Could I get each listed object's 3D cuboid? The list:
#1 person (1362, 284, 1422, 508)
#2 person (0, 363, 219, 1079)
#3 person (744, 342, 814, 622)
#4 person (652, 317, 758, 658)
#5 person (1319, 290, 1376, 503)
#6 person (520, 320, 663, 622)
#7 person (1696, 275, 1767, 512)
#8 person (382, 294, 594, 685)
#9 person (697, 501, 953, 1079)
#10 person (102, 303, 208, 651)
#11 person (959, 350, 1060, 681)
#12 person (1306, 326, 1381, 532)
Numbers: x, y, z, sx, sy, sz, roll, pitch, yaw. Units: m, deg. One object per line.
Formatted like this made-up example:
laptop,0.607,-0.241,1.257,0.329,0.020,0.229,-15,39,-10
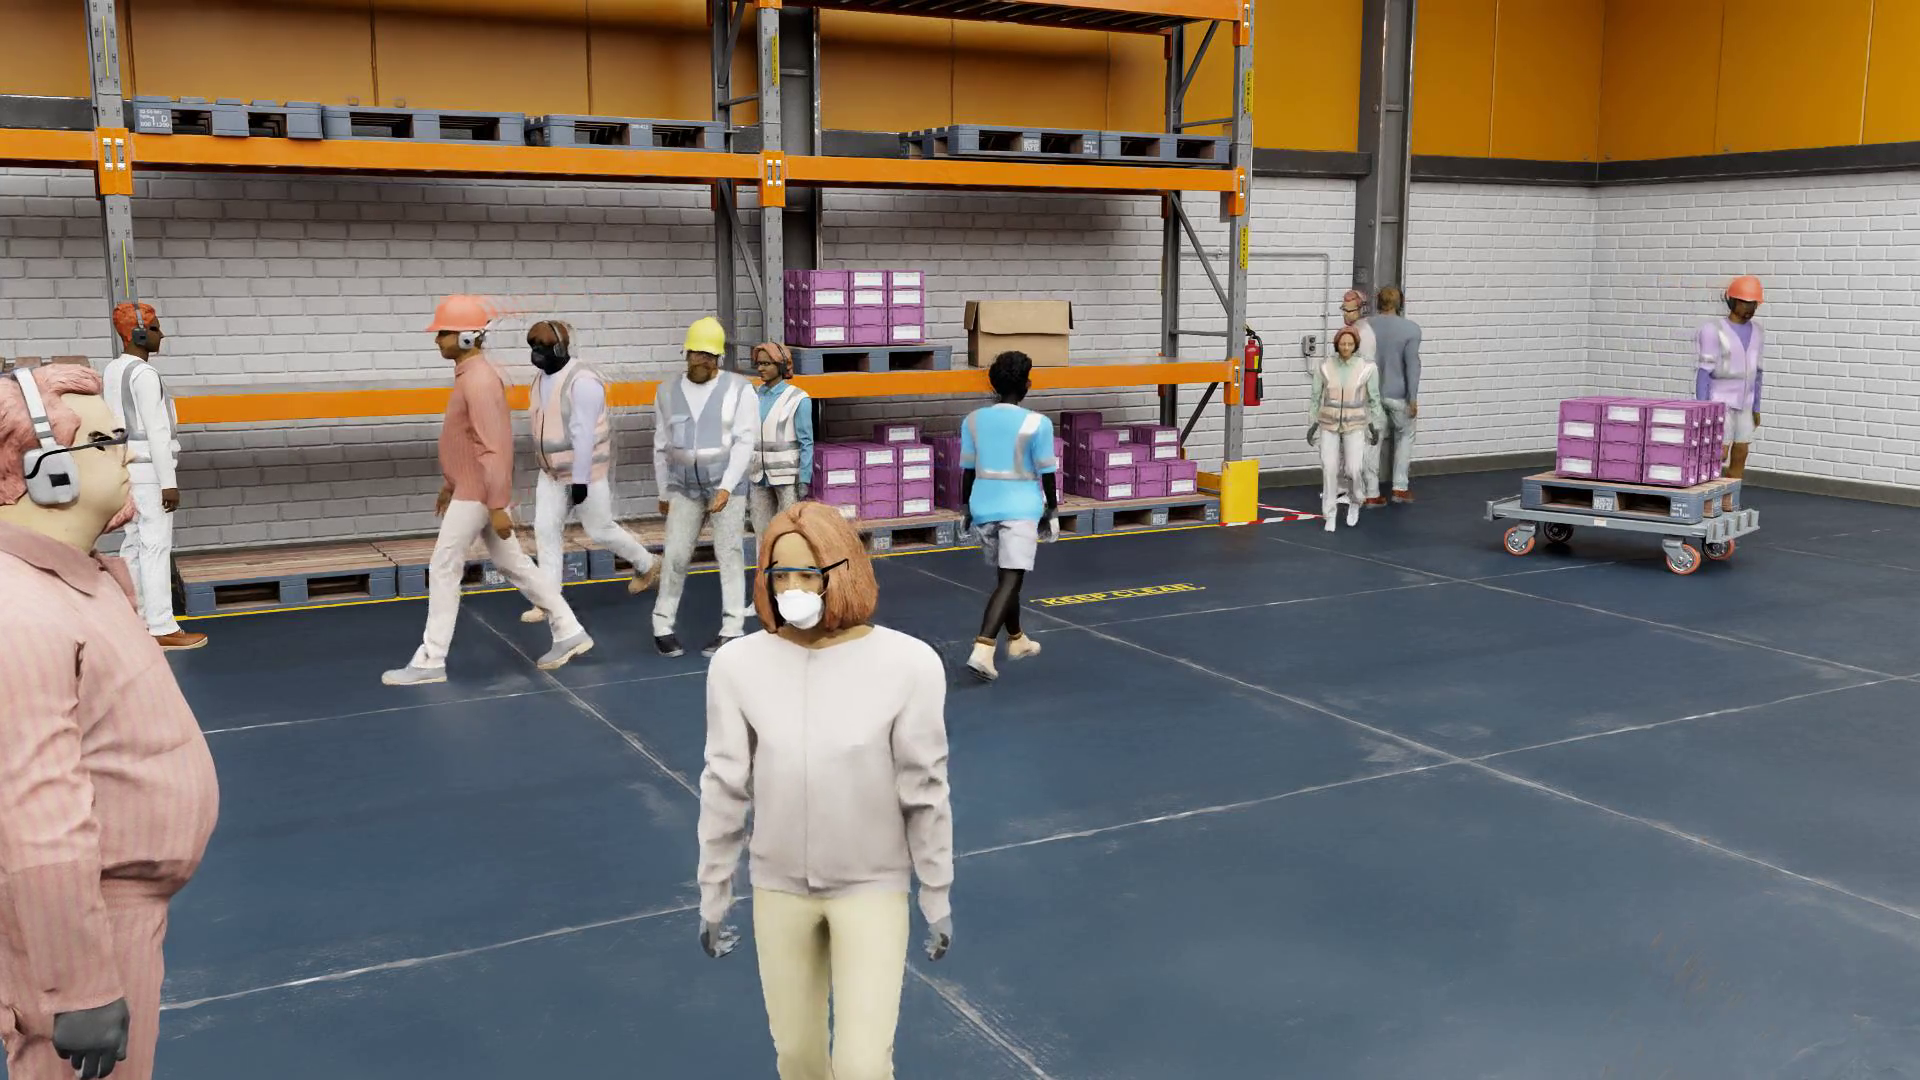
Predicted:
person,3.729,-1.240,14.388,0.648,1.918,0.678,8,12,39
person,-1.489,0.656,2.871,0.409,1.913,0.639,-5,10,-26
person,-1.080,-0.341,9.773,0.517,1.641,0.308,5,11,30
person,-1.368,-0.262,8.828,0.602,1.811,0.514,1,9,8
person,3.360,-1.239,14.519,0.519,1.877,0.687,0,9,-1
person,-2.216,-0.431,9.931,0.616,1.783,0.890,7,12,36
person,6.109,-1.107,13.300,0.628,2.021,0.679,-3,10,-18
person,-2.364,-0.254,8.349,1.026,1.957,0.605,-2,10,-12
person,-0.281,0.726,3.332,0.520,1.617,0.353,2,10,14
person,-4.393,-0.335,9.002,0.575,1.882,0.355,8,13,42
person,0.223,-0.135,8.465,0.539,1.662,0.852,6,11,32
person,3.000,-0.864,13.013,0.554,1.621,0.349,3,10,19
